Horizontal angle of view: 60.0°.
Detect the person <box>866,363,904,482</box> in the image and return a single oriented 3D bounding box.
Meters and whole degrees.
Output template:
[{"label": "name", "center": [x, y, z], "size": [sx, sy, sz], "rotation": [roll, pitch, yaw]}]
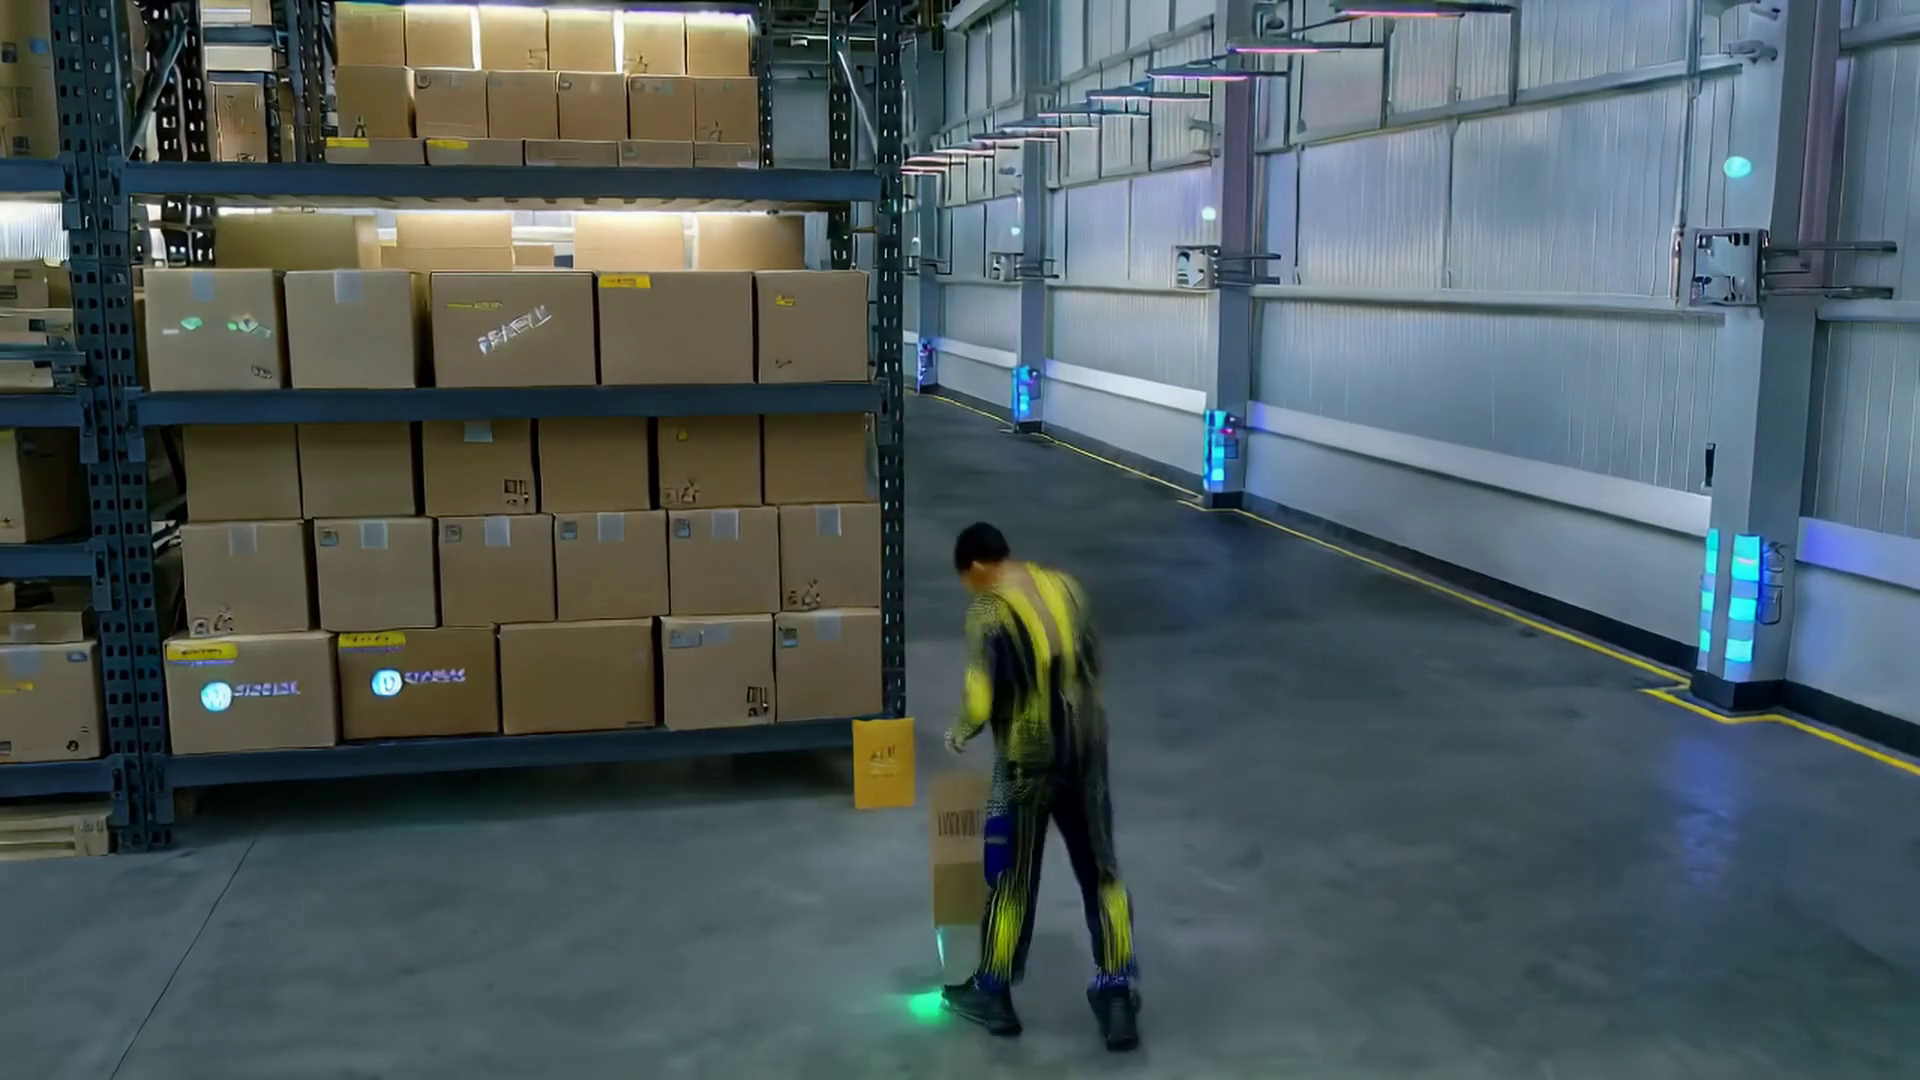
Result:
[{"label": "person", "center": [-1.096, -1.702, 23.655], "size": [0.576, 1.731, 0.583], "rotation": [-4, 10, -21]}]
